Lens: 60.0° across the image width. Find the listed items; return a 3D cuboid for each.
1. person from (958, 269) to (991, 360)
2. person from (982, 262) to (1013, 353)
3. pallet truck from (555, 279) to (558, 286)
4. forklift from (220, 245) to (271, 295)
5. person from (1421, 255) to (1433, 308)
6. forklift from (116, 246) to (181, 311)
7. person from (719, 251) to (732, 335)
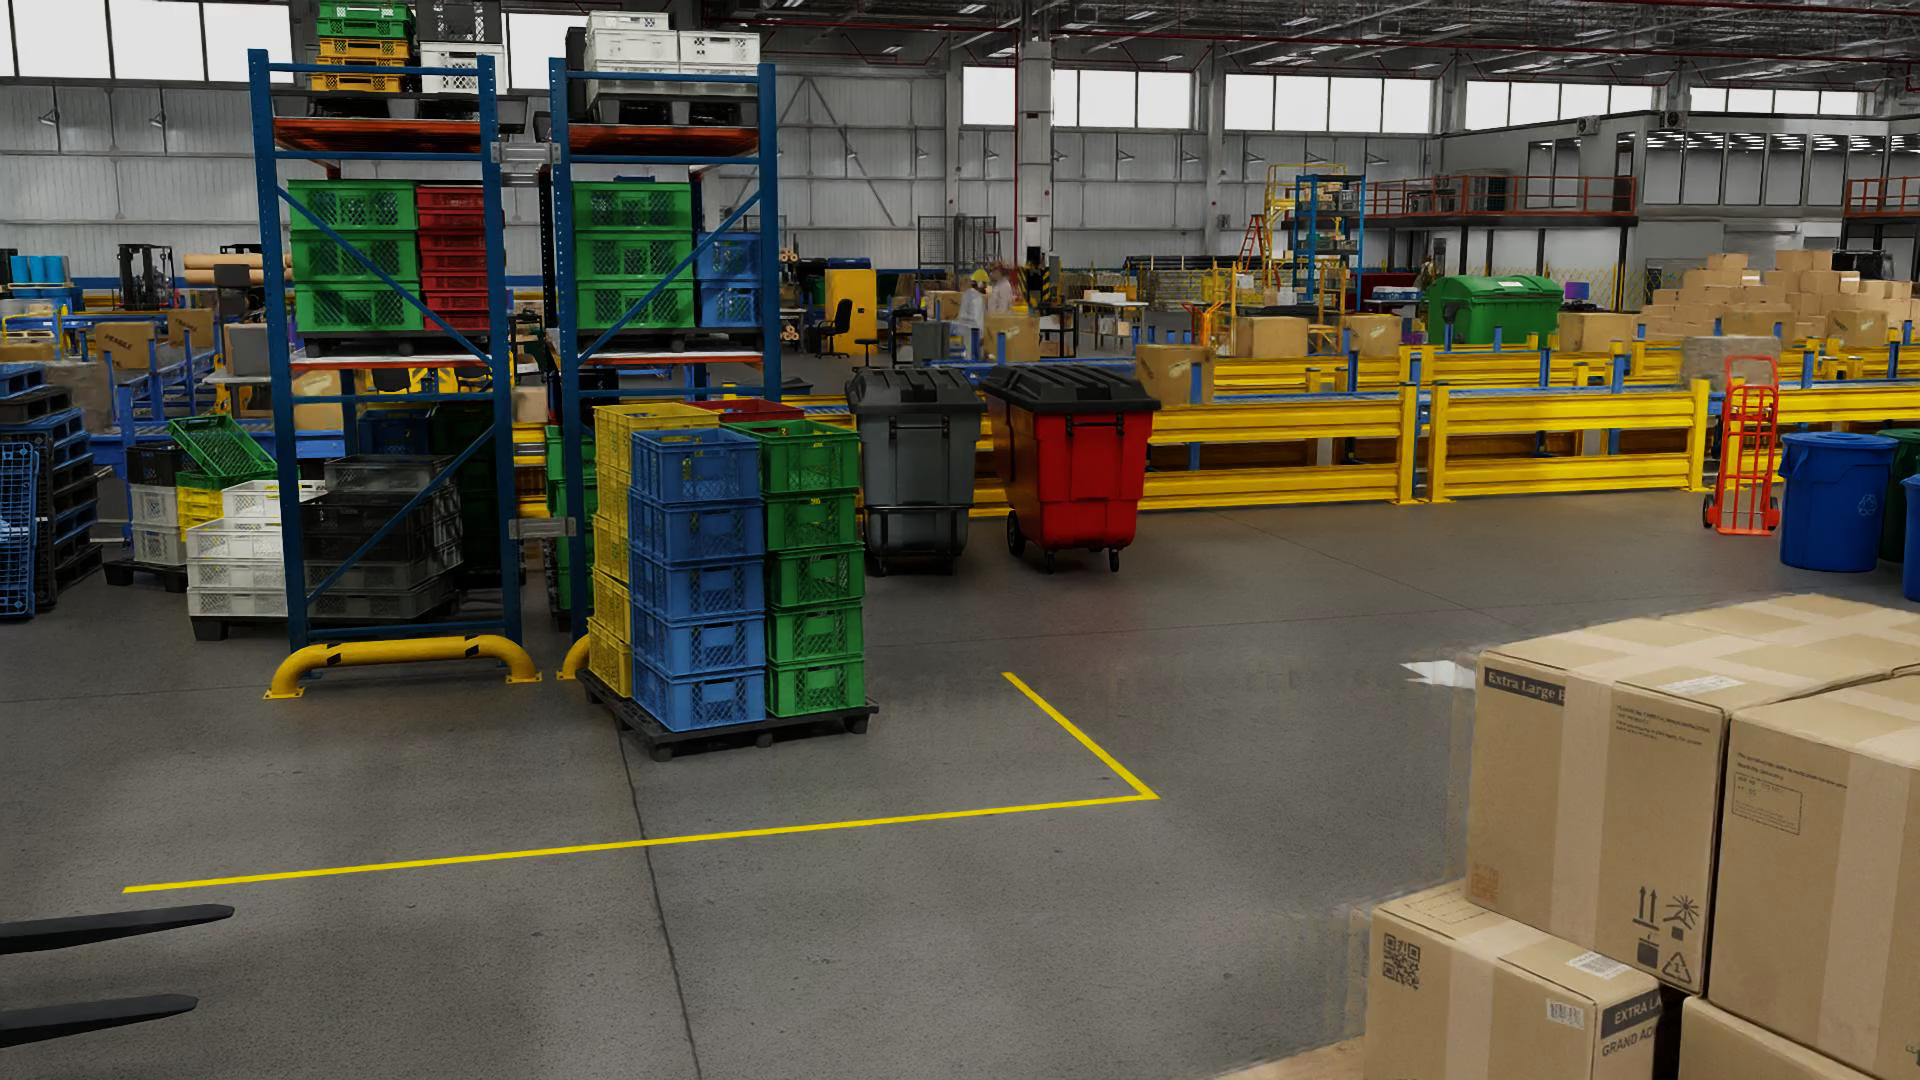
[{"bbox_3d":[0.200,-2.925,23.572,0.489,1.806,0.607,-2,10,-13],"label":"person"},{"bbox_3d":[0.527,-3.315,25.537,0.733,1.876,0.677,-2,10,-11],"label":"person"},{"bbox_3d":[-10.604,-6.375,44.520,0.653,1.274,1.630,-3,10,-15],"label":"pallet truck"},{"bbox_3d":[-17.749,-6.334,41.440,1.157,1.987,2.680,-3,10,-17],"label":"forklift"},{"bbox_3d":[16.232,-8.971,57.708,0.512,1.843,0.347,10,14,43],"label":"person"},{"bbox_3d":[-19.966,-6.232,40.894,1.157,1.987,2.680,-3,10,-15],"label":"forklift"},{"bbox_3d":[-4.316,-4.378,31.116,0.393,2.041,0.613,-2,10,-9],"label":"person"}]
